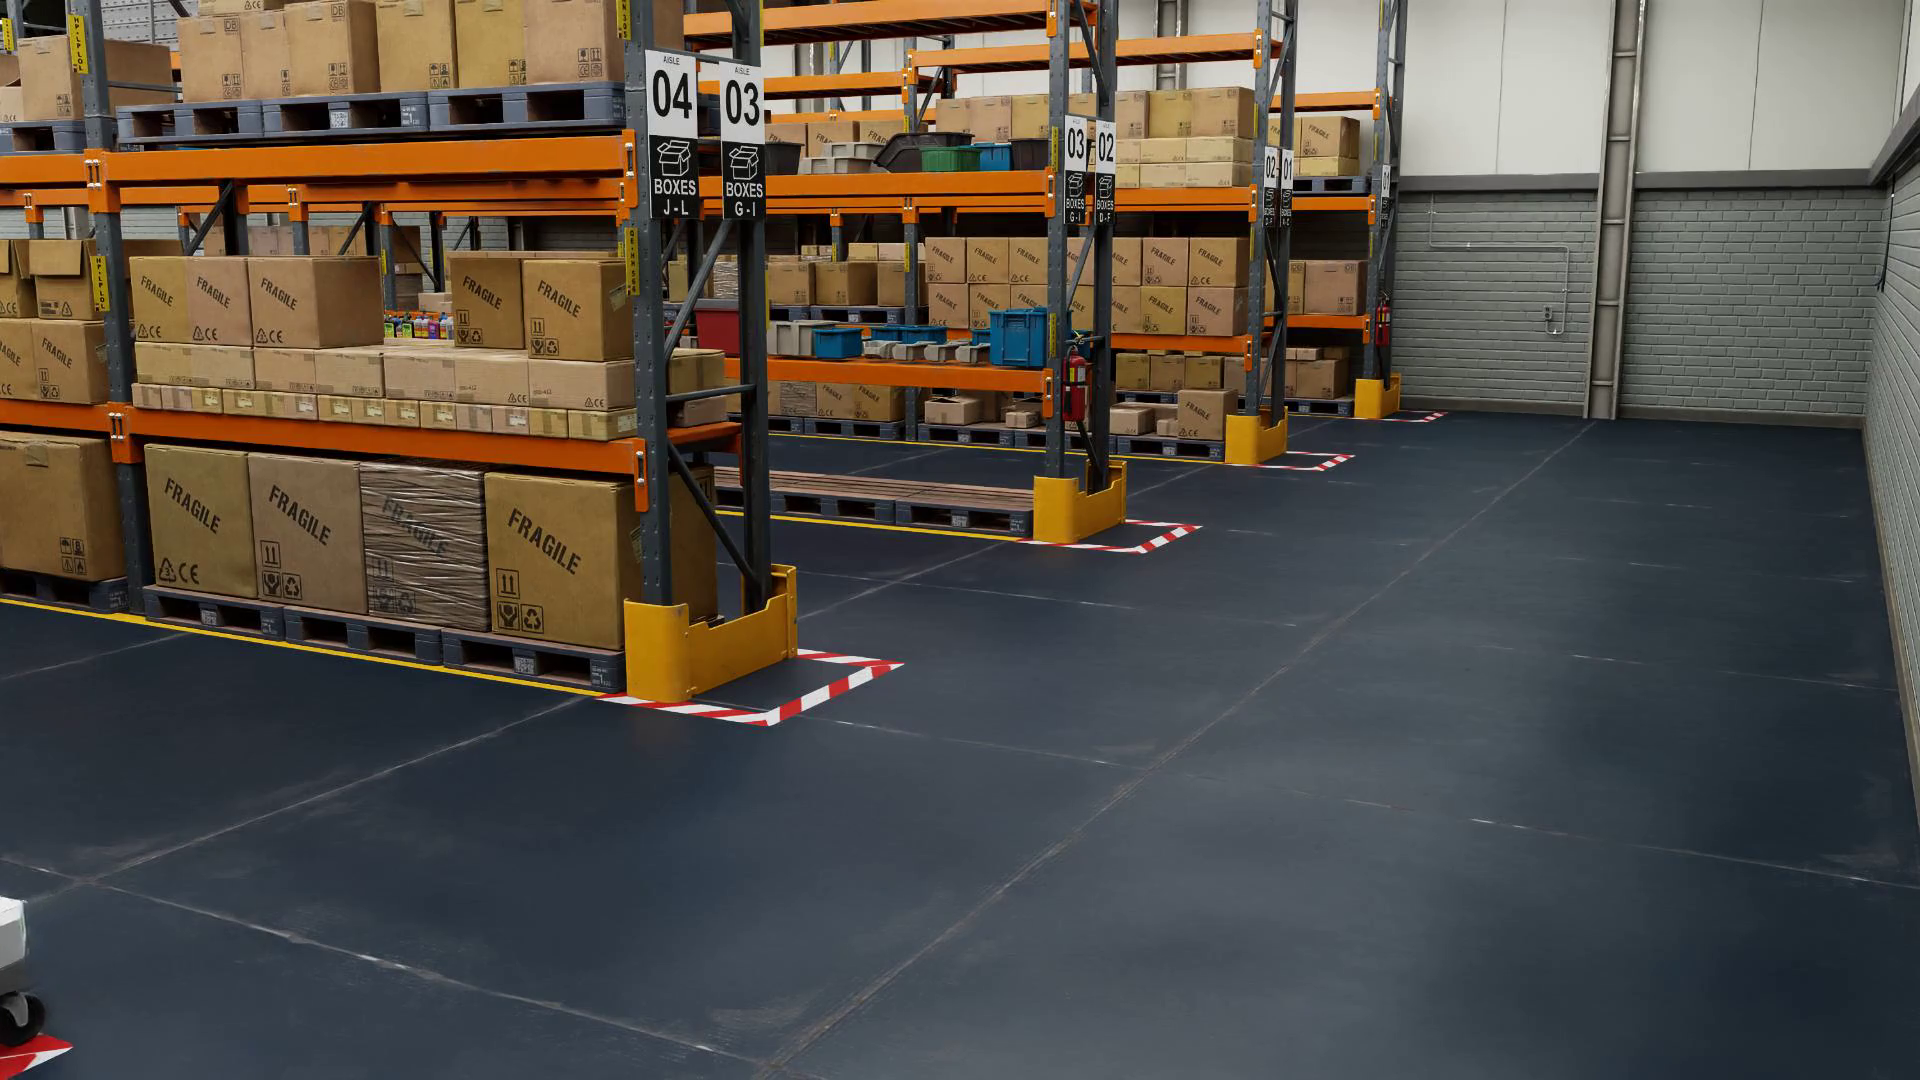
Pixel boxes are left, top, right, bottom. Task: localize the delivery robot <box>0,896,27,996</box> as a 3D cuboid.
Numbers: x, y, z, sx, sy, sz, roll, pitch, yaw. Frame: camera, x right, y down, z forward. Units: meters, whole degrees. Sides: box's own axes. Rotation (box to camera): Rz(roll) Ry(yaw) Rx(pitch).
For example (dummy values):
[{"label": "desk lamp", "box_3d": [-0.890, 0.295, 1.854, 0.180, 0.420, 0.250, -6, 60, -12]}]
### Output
[{"label": "delivery robot", "box_3d": [-2.984, 1.198, 4.608, 0.477, 0.478, 0.707, 4, 11, 22]}]
